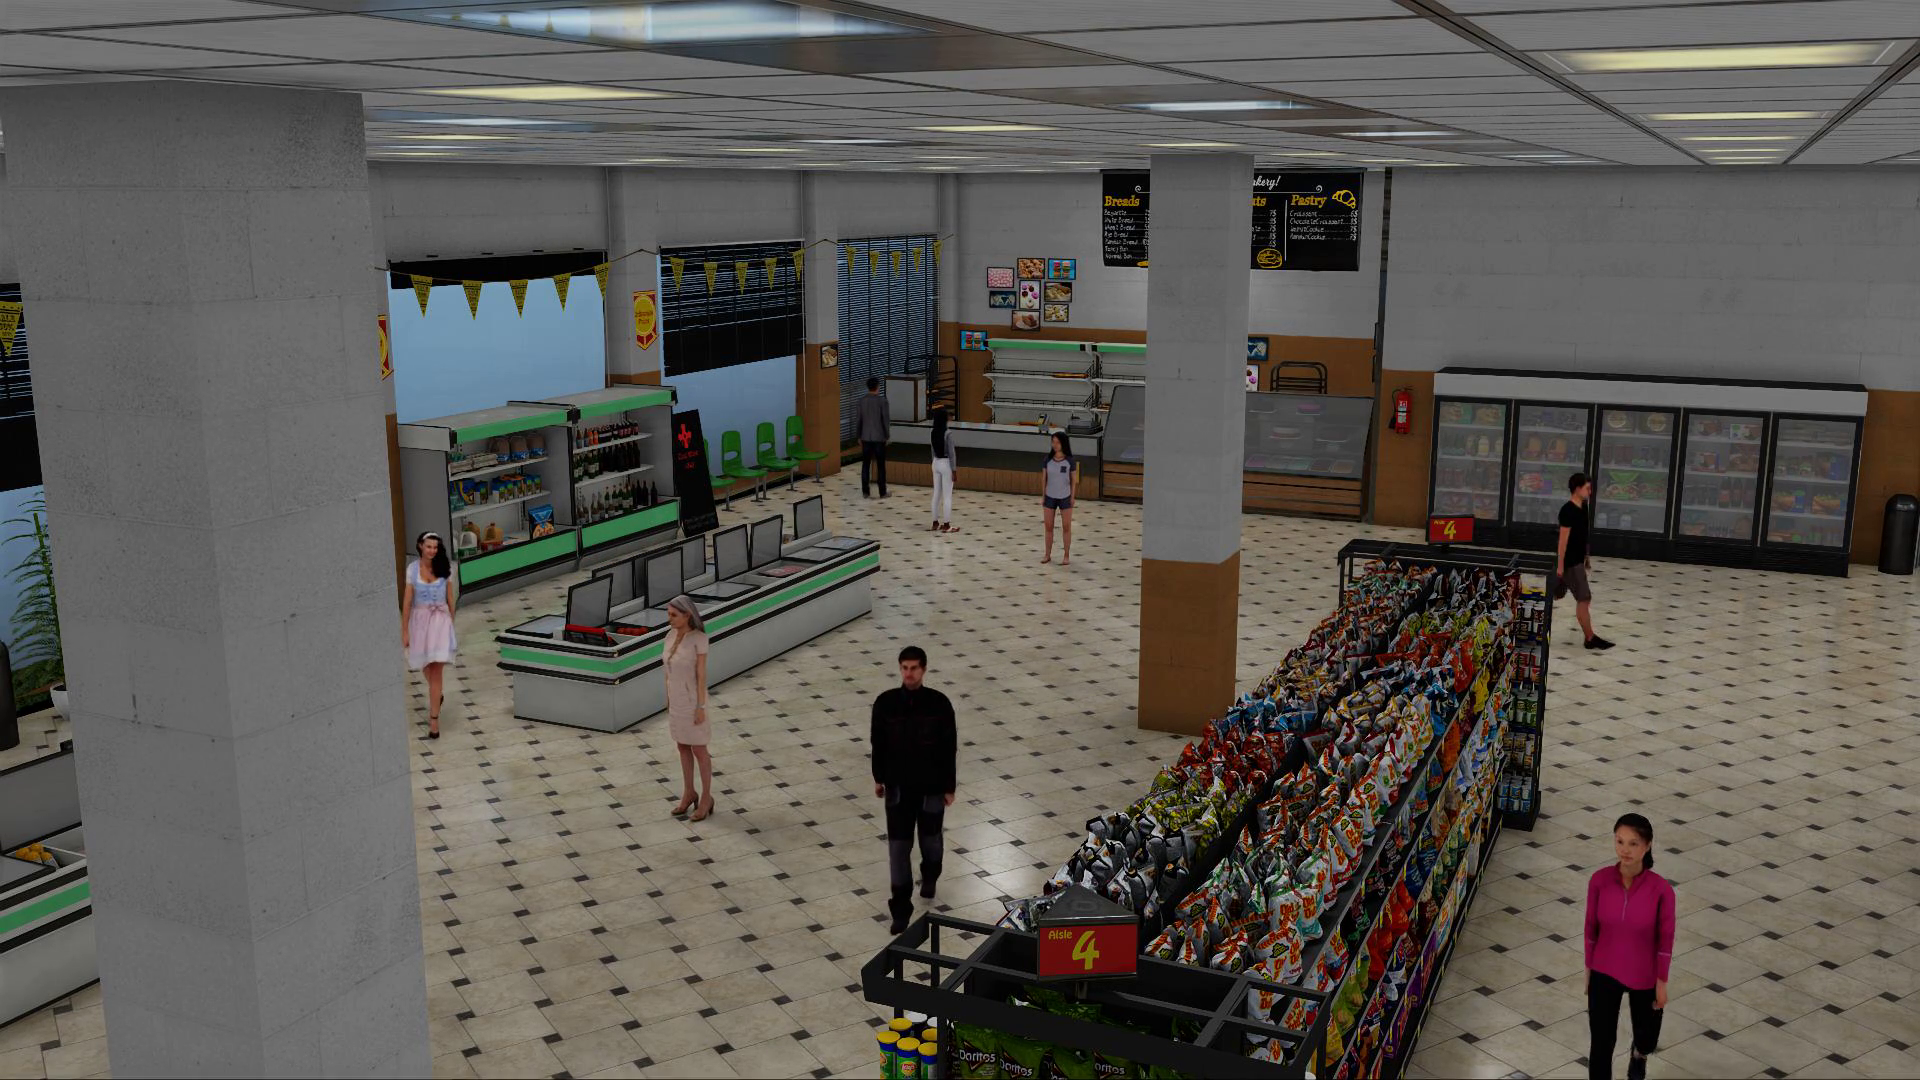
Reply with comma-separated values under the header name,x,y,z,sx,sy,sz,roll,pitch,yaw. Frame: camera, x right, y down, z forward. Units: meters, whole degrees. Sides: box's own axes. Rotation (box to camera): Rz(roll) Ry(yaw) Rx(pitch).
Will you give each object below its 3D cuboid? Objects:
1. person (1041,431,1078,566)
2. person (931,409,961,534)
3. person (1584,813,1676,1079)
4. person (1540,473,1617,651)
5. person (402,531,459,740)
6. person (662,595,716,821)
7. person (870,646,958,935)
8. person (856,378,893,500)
name,x,y,z,sx,sy,sz,roll,pitch,yaw
person,1.266,-0.550,21.217,0.616,1.706,0.560,4,12,17
person,-0.232,-0.976,23.196,0.653,1.724,0.673,-10,15,-39
person,3.371,2.171,8.355,0.612,1.682,0.992,7,14,29
person,6.243,0.218,17.268,0.848,1.831,1.223,7,14,32
person,-4.654,0.805,14.629,1.123,1.768,1.269,-2,12,-11
person,-2.050,1.257,12.570,0.639,1.734,0.616,9,15,36
person,-0.268,1.581,10.877,0.990,1.797,1.253,1,12,6
person,-1.334,-1.576,25.688,0.727,1.871,0.638,3,12,15
